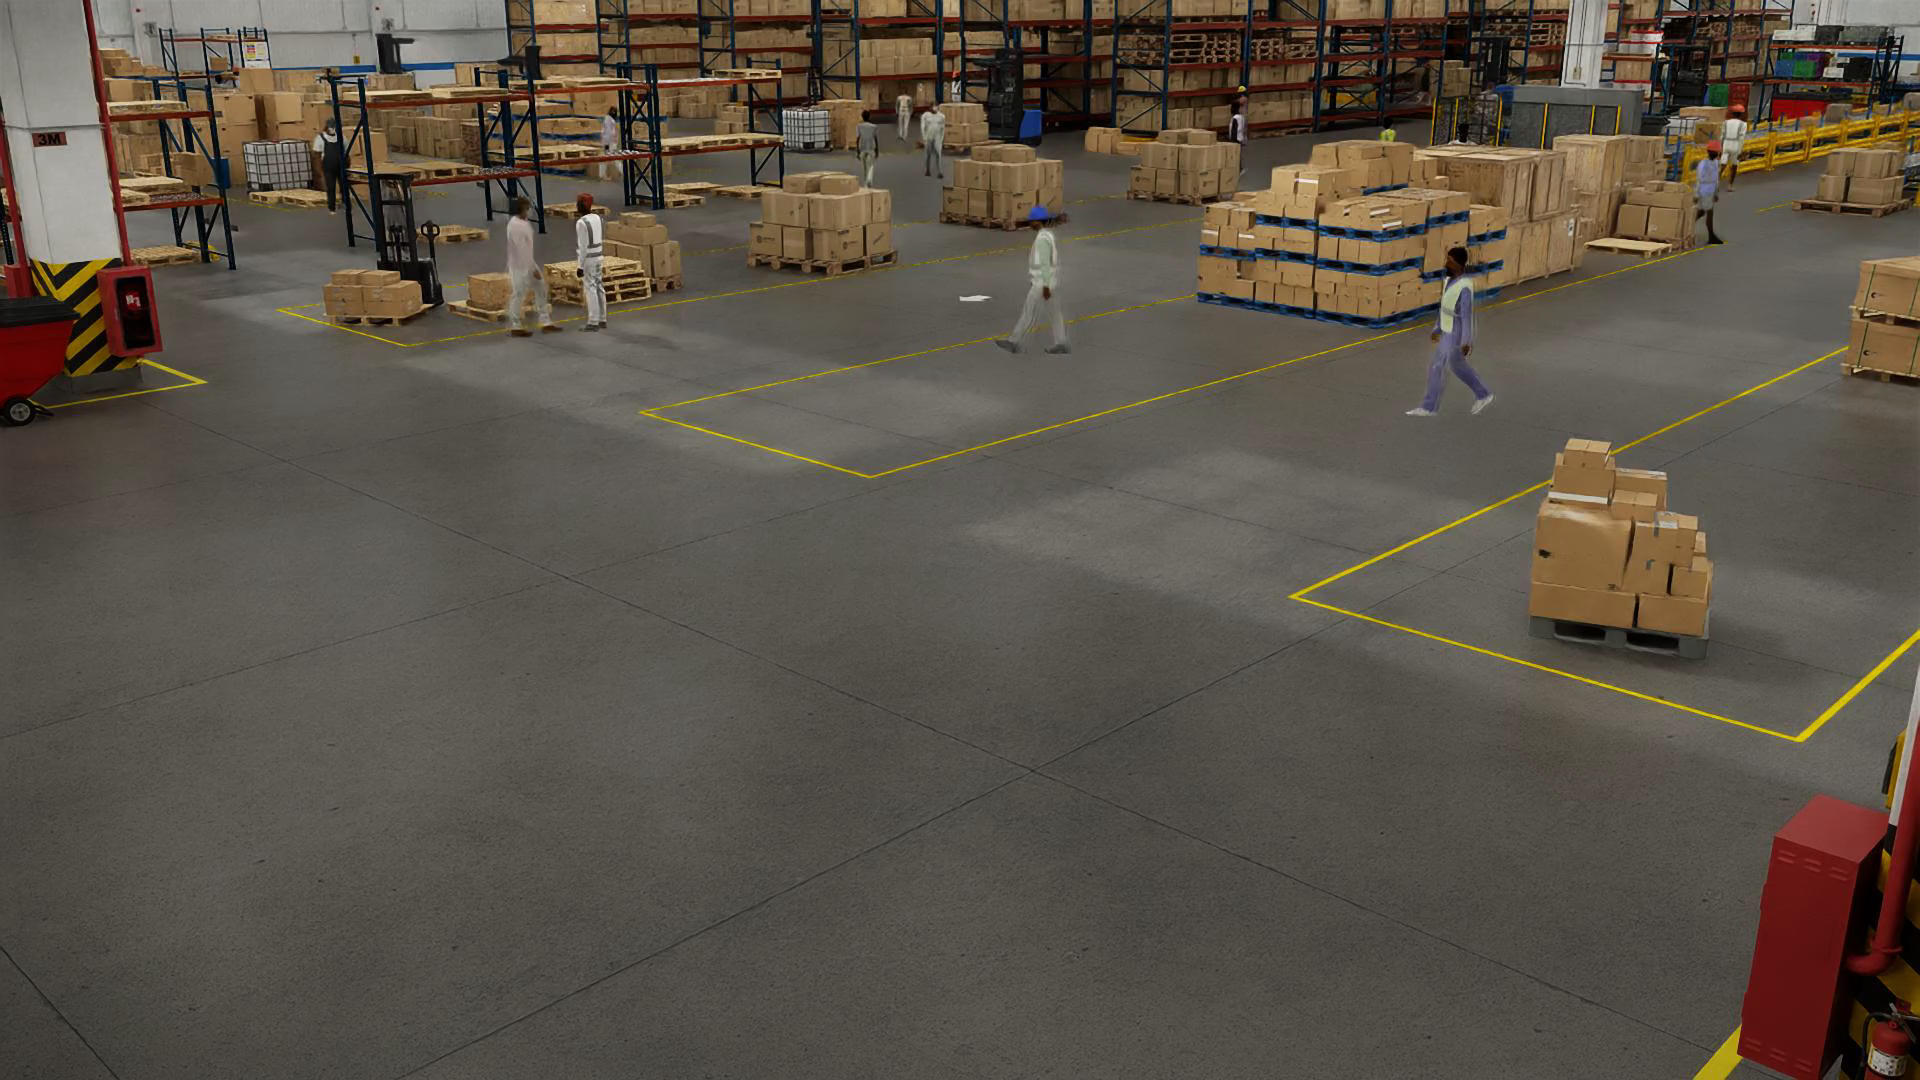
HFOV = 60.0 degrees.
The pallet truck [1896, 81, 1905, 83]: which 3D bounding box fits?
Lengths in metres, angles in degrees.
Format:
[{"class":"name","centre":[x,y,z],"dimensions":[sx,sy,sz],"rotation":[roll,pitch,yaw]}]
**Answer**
[{"class":"pallet truck","centre":[34.802,-16.331,61.455],"dimensions":[0.653,1.274,1.630],"rotation":[17,25,41]}]

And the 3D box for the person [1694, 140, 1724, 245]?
[{"class":"person","centre":[13.795,-6.458,30.802],"dimensions":[0.572,1.890,0.978],"rotation":[-14,23,-36]}]

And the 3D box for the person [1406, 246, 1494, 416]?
[{"class":"person","centre":[5.457,-2.279,18.215],"dimensions":[0.929,1.885,0.591],"rotation":[1,18,3]}]

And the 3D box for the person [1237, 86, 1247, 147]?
[{"class":"person","centre":[8.384,-12.629,49.589],"dimensions":[0.343,1.756,0.518],"rotation":[10,21,28]}]

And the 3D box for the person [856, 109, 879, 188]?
[{"class":"person","centre":[-2.163,-9.094,38.785],"dimensions":[0.523,1.855,0.699],"rotation":[0,18,1]}]

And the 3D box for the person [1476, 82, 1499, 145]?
[{"class":"person","centre":[15.711,-12.681,49.575],"dimensions":[0.656,1.876,0.903],"rotation":[17,25,42]}]

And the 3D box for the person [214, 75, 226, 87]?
[{"class":"person","centre":[-25.673,-15.295,57.778],"dimensions":[0.540,1.646,0.867],"rotation":[9,20,25]}]

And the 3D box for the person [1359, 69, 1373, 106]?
[{"class":"person","centre":[15.635,-17.296,63.900],"dimensions":[0.497,1.596,0.846],"rotation":[-5,19,-14]}]

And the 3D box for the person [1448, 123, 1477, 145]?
[{"class":"person","centre":[10.033,-7.368,33.407],"dimensions":[0.603,1.966,0.367],"rotation":[5,19,16]}]

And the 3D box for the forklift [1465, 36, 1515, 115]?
[{"class":"forklift","centre":[19.973,-17.201,61.605],"dimensions":[1.873,2.768,1.129],"rotation":[16,24,40]}]

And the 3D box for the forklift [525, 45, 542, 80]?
[{"class":"forklift","centre":[-13.266,-14.020,52.021],"dimensions":[1.873,2.768,1.129],"rotation":[-2,18,-6]}]

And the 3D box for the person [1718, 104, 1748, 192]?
[{"class":"person","centre":[17.731,-9.010,38.304],"dimensions":[0.877,2.017,0.607],"rotation":[-15,23,-38]}]

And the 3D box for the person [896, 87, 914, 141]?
[{"class":"person","centre":[-1.690,-13.147,51.347],"dimensions":[0.541,1.616,0.603],"rotation":[2,19,7]}]

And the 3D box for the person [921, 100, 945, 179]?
[{"class":"person","centre":[-0.674,-9.966,41.374],"dimensions":[0.636,1.894,1.031],"rotation":[-4,19,-13]}]

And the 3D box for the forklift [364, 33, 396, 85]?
[{"class":"forklift","centre":[-22.639,-18.555,65.685],"dimensions":[1.873,2.768,1.129],"rotation":[-14,23,-37]}]

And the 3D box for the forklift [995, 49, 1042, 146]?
[{"class":"forklift","centre":[1.475,-13.022,49.016],"dimensions":[1.129,2.768,1.873],"rotation":[17,25,41]}]

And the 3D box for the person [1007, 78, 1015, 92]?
[{"class":"person","centre":[1.612,-13.186,50.999],"dimensions":[0.430,1.923,0.643],"rotation":[-2,18,-7]}]

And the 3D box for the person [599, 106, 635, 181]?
[{"class":"person","centre":[-8.433,-9.669,40.628],"dimensions":[0.950,1.781,0.696],"rotation":[-5,19,-14]}]

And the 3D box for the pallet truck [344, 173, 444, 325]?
[{"class":"pallet truck","centre":[-8.209,-4.181,23.757],"dimensions":[0.823,1.965,1.885],"rotation":[3,19,9]}]

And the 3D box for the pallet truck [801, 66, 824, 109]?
[{"class":"pallet truck","centre":[-4.812,-15.182,56.903],"dimensions":[0.823,1.965,1.885],"rotation":[-9,21,-26]}]

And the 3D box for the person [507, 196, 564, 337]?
[{"class":"person","centre":[-5.737,-3.649,22.292],"dimensions":[0.843,1.903,0.638],"rotation":[1,18,4]}]

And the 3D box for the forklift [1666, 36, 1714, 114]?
[{"class":"forklift","centre":[27.341,-17.291,61.877],"dimensions":[1.129,2.768,1.873],"rotation":[17,25,41]}]

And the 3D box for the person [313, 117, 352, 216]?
[{"class":"person","centre":[-12.919,-7.718,34.346],"dimensions":[0.700,2.000,0.535],"rotation":[-13,22,-34]}]

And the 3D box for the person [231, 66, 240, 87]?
[{"class":"person","centre":[-25.408,-15.715,58.653],"dimensions":[0.420,1.912,0.566],"rotation":[-12,22,-31]}]

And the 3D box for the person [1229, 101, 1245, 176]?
[{"class":"person","centre":[6.727,-9.813,40.861],"dimensions":[0.433,1.906,0.622],"rotation":[6,19,16]}]

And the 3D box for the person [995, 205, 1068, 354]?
[{"class":"person","centre":[0.952,-3.331,21.349],"dimensions":[0.992,1.893,0.635],"rotation":[3,19,9]}]

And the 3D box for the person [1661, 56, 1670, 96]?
[{"class":"person","centre":[30.002,-19.668,70.777],"dimensions":[0.309,1.772,0.525],"rotation":[-3,19,-9]}]

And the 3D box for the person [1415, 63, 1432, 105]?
[{"class":"person","centre":[17.062,-16.520,61.038],"dimensions":[1.046,1.946,0.614],"rotation":[6,19,19]}]

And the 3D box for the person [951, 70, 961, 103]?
[{"class":"person","centre":[-0.104,-14.605,55.257],"dimensions":[0.544,1.938,0.355],"rotation":[17,25,41]}]

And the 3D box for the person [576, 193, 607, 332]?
[{"class":"person","centre":[-5.077,-3.803,22.797],"dimensions":[0.355,1.885,0.576],"rotation":[5,19,14]}]

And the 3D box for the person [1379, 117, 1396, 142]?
[{"class":"person","centre":[9.893,-8.965,38.639],"dimensions":[0.320,1.697,0.531],"rotation":[17,25,42]}]
